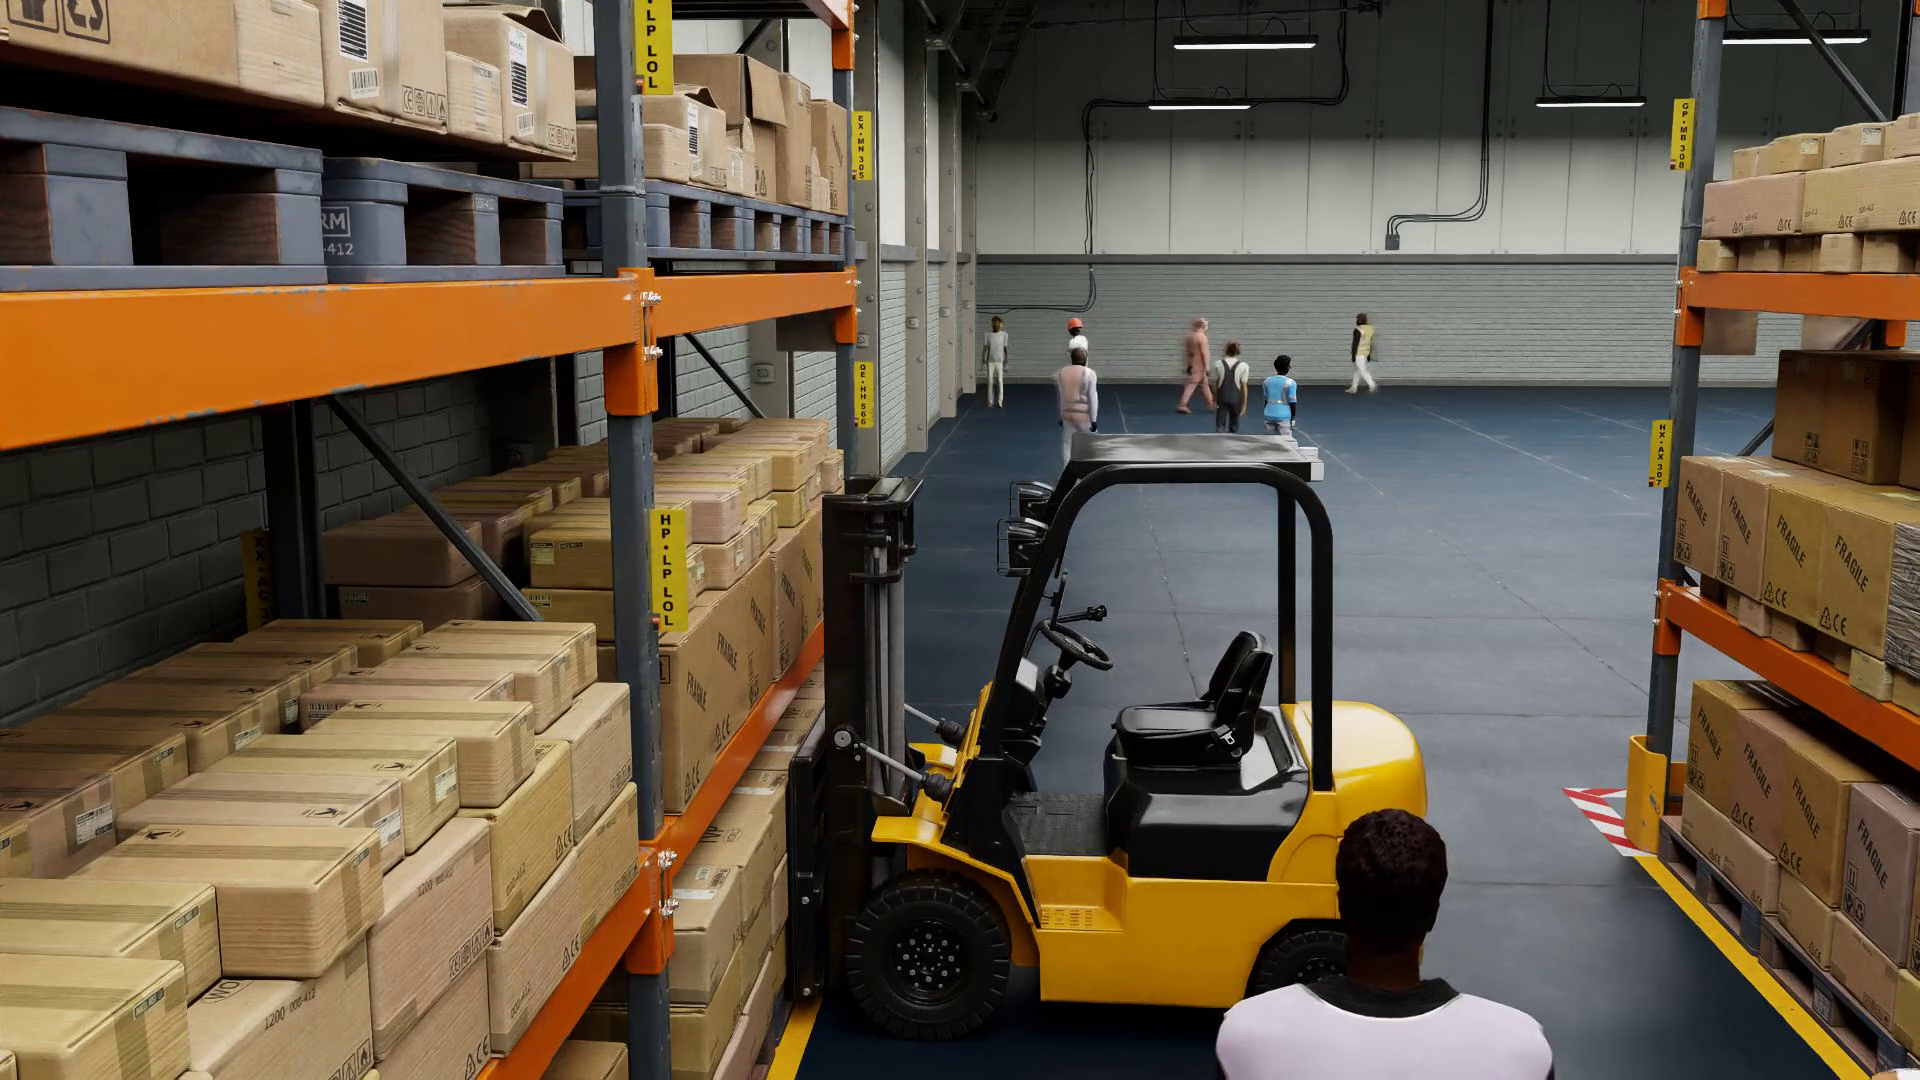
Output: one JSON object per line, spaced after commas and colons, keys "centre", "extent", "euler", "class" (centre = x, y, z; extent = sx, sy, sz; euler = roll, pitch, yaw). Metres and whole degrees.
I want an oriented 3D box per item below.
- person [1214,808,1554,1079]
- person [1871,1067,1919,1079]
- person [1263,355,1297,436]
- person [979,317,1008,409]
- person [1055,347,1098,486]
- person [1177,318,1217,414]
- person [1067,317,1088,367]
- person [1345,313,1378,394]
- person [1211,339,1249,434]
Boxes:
{"centre": [0.741, 1.423, 2.990], "extent": [0.599, 1.917, 0.376], "euler": [1, 9, 4], "class": "person"}
{"centre": [1.948, 1.537, 3.172], "extent": [0.516, 1.628, 0.383], "euler": [1, 9, 6], "class": "person"}
{"centre": [4.241, -1.613, 22.083], "extent": [0.321, 1.689, 0.530], "euler": [-9, 13, -43], "class": "person"}
{"centre": [0.674, -3.518, 33.179], "extent": [0.565, 1.838, 0.764], "euler": [0, 9, 1], "class": "person"}
{"centre": [1.544, -1.570, 21.400], "extent": [0.659, 1.825, 0.539], "euler": [7, 12, 36], "class": "person"}
{"centre": [4.665, -3.357, 32.138], "extent": [1.016, 1.851, 0.668], "euler": [-2, 10, -9], "class": "person"}
{"centre": [2.088, -3.038, 29.963], "extent": [0.362, 1.935, 0.553], "euler": [5, 11, 30], "class": "person"}
{"centre": [8.992, -4.152, 37.096], "extent": [0.837, 1.818, 0.632], "euler": [9, 13, 43], "class": "person"}
{"centre": [3.852, -1.966, 23.817], "extent": [0.534, 1.829, 0.710], "euler": [2, 10, 13], "class": "person"}
